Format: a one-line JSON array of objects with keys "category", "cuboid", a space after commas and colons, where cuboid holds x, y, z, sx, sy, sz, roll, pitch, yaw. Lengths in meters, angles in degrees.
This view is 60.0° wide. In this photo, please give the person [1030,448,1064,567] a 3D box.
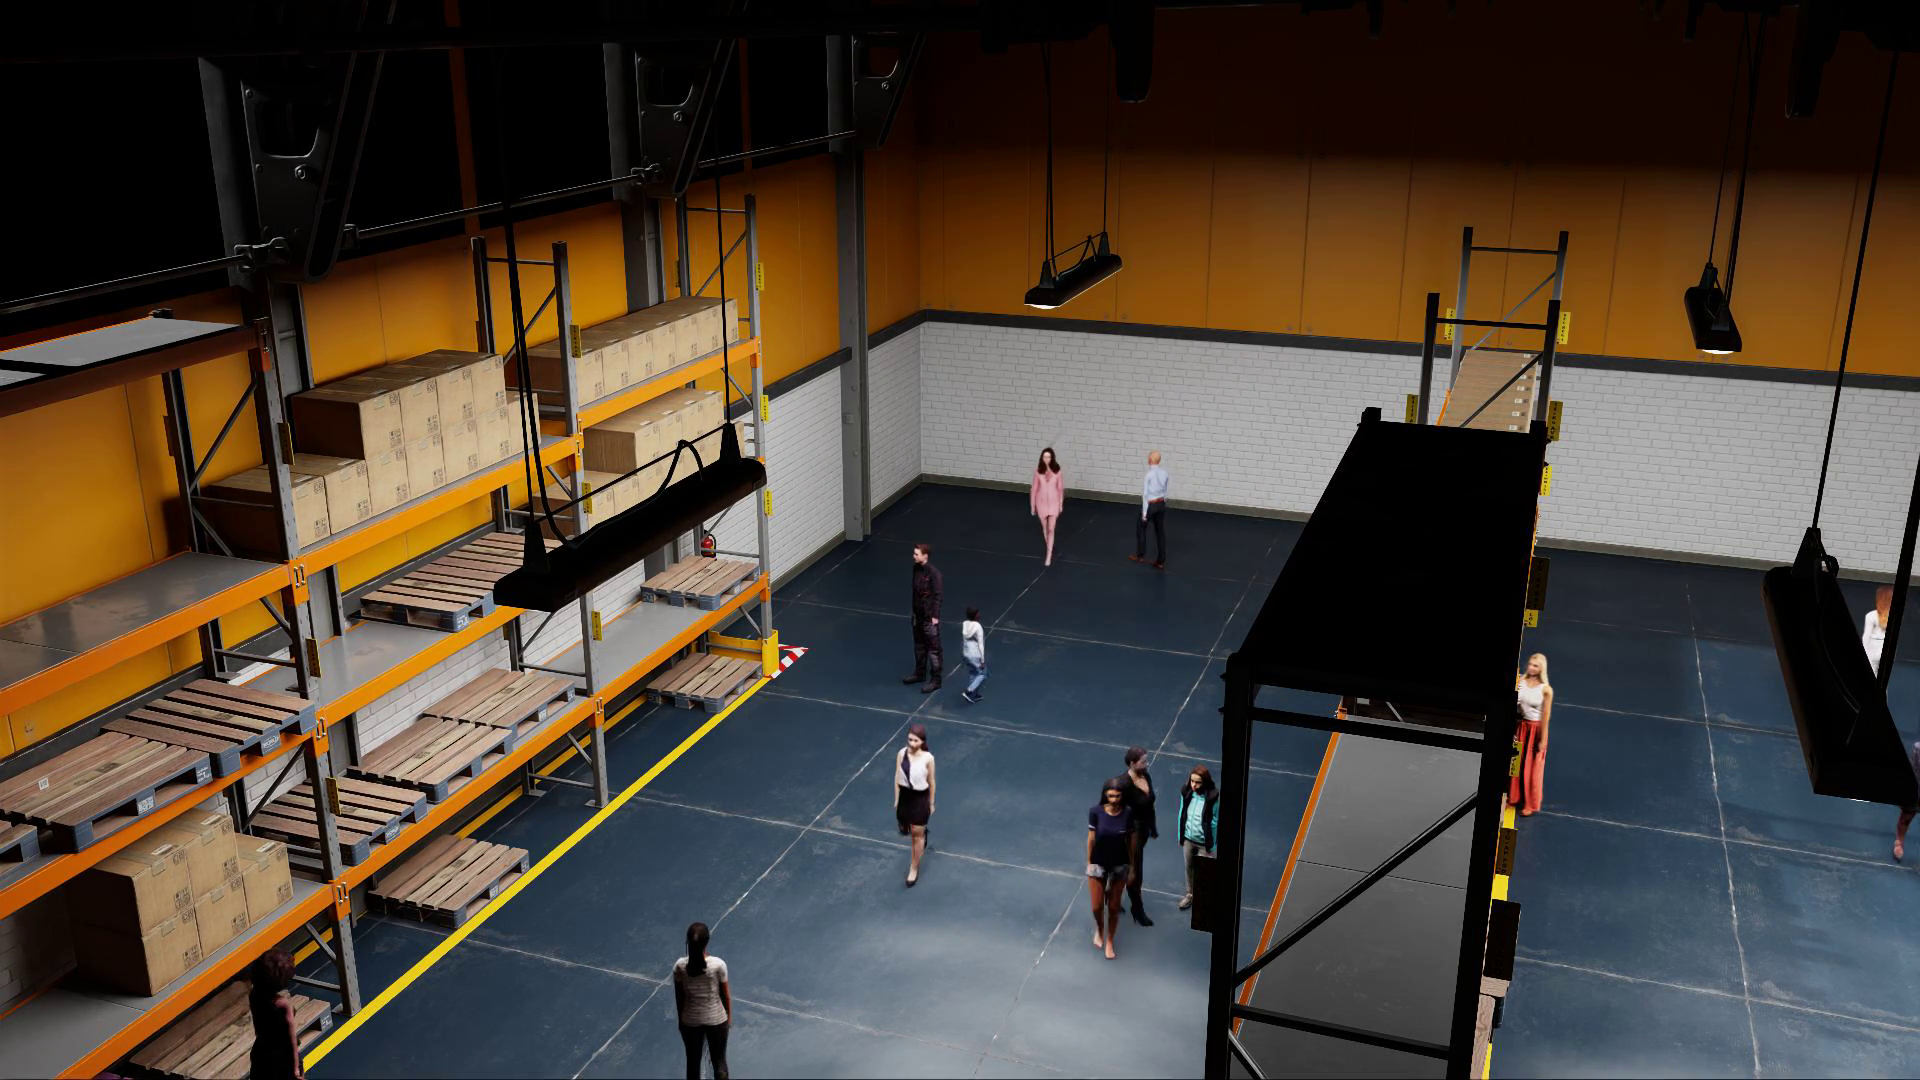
[{"category": "person", "cuboid": [1.333, -0.537, 25.031, 0.735, 1.770, 0.983, 3, 19, 10]}]

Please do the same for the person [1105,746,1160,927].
[{"category": "person", "cuboid": [1.495, 2.701, 15.472, 0.876, 1.734, 0.873, 14, 23, 35]}]

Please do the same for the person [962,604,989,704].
[{"category": "person", "cuboid": [0.127, 1.396, 20.111, 0.695, 1.246, 0.615, -15, 24, -38]}]

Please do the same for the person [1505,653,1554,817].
[{"category": "person", "cuboid": [5.961, 2.015, 17.407, 0.753, 1.800, 0.728, -15, 24, -37]}]

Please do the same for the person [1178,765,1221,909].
[{"category": "person", "cuboid": [2.248, 2.790, 15.578, 0.619, 1.498, 0.645, 13, 22, 33]}]

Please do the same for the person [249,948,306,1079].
[{"category": "person", "cuboid": [-5.014, 3.841, 12.060, 0.648, 1.751, 1.076, 4, 19, 11]}]

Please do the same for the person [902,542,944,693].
[{"category": "person", "cuboid": [-0.424, 0.917, 20.494, 0.792, 1.910, 0.783, -13, 23, -34]}]

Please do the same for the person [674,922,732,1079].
[{"category": "person", "cuboid": [-1.961, 3.670, 12.736, 0.636, 1.643, 0.630, 0, 19, -1]}]

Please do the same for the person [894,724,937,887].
[{"category": "person", "cuboid": [-0.416, 2.523, 16.154, 0.556, 1.637, 0.823, 6, 20, 18]}]

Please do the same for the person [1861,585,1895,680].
[{"category": "person", "cuboid": [10.685, 1.375, 19.363, 0.654, 1.763, 0.668, -3, 19, -8]}]

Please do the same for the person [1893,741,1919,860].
[{"category": "person", "cuboid": [9.386, 2.481, 16.265, 0.666, 1.645, 1.070, 5, 19, 14]}]

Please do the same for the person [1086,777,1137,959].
[{"category": "person", "cuboid": [1.329, 2.883, 14.904, 0.682, 1.752, 0.710, 0, 19, 1]}]

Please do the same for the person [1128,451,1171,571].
[{"category": "person", "cuboid": [2.923, -0.417, 24.682, 0.978, 1.766, 1.015, -11, 21, -29]}]
